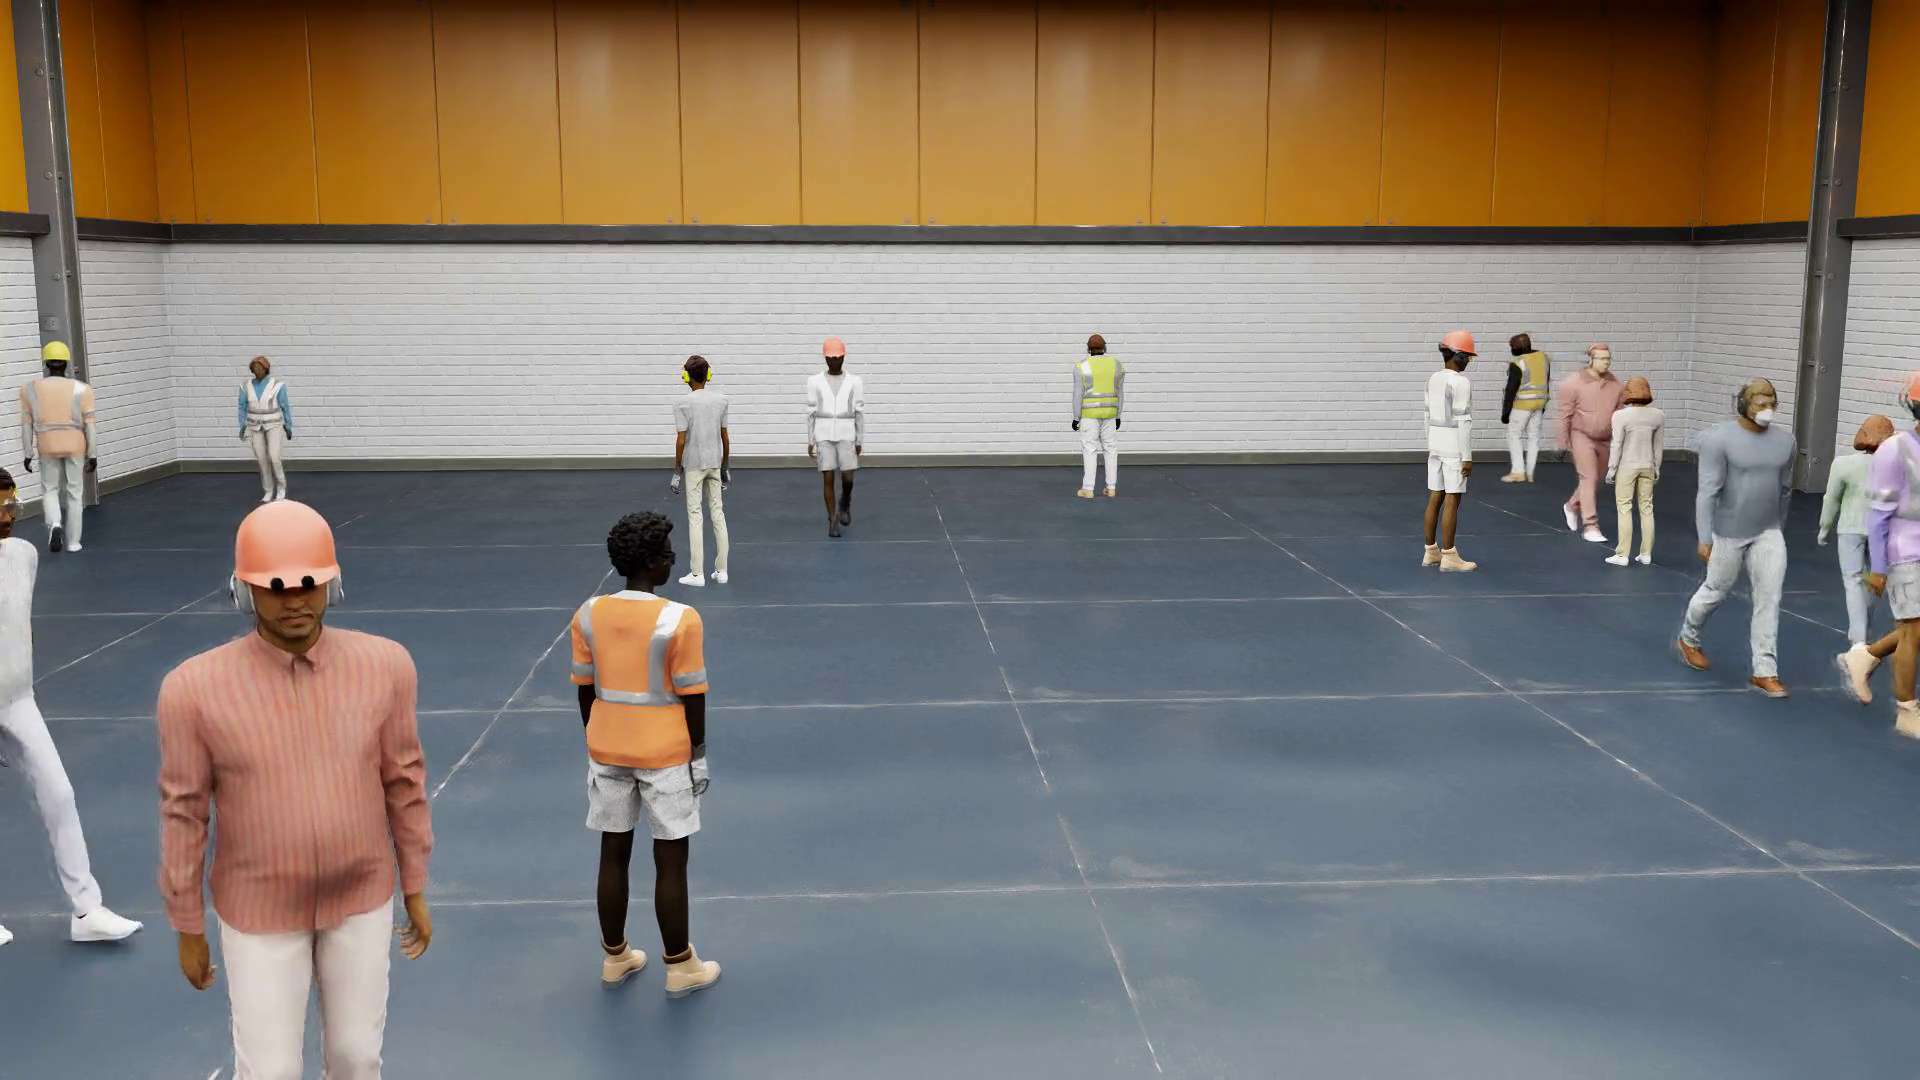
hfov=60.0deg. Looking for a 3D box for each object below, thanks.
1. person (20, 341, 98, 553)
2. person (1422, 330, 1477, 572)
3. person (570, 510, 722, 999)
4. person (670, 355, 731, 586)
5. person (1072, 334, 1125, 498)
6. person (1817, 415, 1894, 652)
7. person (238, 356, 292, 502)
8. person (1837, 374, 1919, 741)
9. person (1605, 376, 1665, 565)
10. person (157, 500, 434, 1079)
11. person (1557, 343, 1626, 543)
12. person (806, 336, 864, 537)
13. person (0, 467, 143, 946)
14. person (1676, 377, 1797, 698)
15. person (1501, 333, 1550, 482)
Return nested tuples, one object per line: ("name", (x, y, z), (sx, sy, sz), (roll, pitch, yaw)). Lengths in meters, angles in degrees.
("person", (-8.023, -0.810, 14.834), (0.612, 1.913, 0.537), (-4, 10, -22))
("person", (4.166, -0.753, 14.091), (0.380, 2.039, 0.607), (-2, 9, -15))
("person", (-1.097, 0.740, 5.777), (0.536, 1.699, 0.322), (4, 10, 24))
("person", (-2.093, -0.557, 13.412), (0.521, 1.865, 0.327), (-7, 11, -36))
("person", (1.538, -1.390, 18.725), (0.624, 1.841, 0.430), (-3, 10, -19))
("person", (5.968, -0.029, 10.957), (0.503, 1.589, 0.862), (2, 9, 13))
("person", (-7.648, -1.215, 18.320), (0.519, 1.620, 0.431), (0, 9, 0))
("person", (5.136, 0.057, 9.044), (0.632, 2.023, 0.695), (-3, 10, -21))
("person", (5.819, -0.594, 14.363), (0.507, 1.631, 0.274), (-2, 9, -11))
("person", (-1.627, 0.869, 4.111), (0.617, 1.979, 0.542), (-7, 11, -36))
("person", (6.001, -0.952, 15.886), (0.657, 1.874, 0.893), (-2, 9, -12))
("person", (-1.201, -0.997, 15.993), (0.551, 1.922, 0.515), (-1, 9, -5))
("person", (-3.449, 0.630, 6.067), (0.895, 1.823, 0.482), (4, 10, 25))
("person", (4.755, -0.056, 10.160), (0.644, 1.899, 0.988), (-1, 9, -8))
("person", (6.827, -1.583, 20.078), (0.669, 1.812, 0.438), (-4, 10, -25))
